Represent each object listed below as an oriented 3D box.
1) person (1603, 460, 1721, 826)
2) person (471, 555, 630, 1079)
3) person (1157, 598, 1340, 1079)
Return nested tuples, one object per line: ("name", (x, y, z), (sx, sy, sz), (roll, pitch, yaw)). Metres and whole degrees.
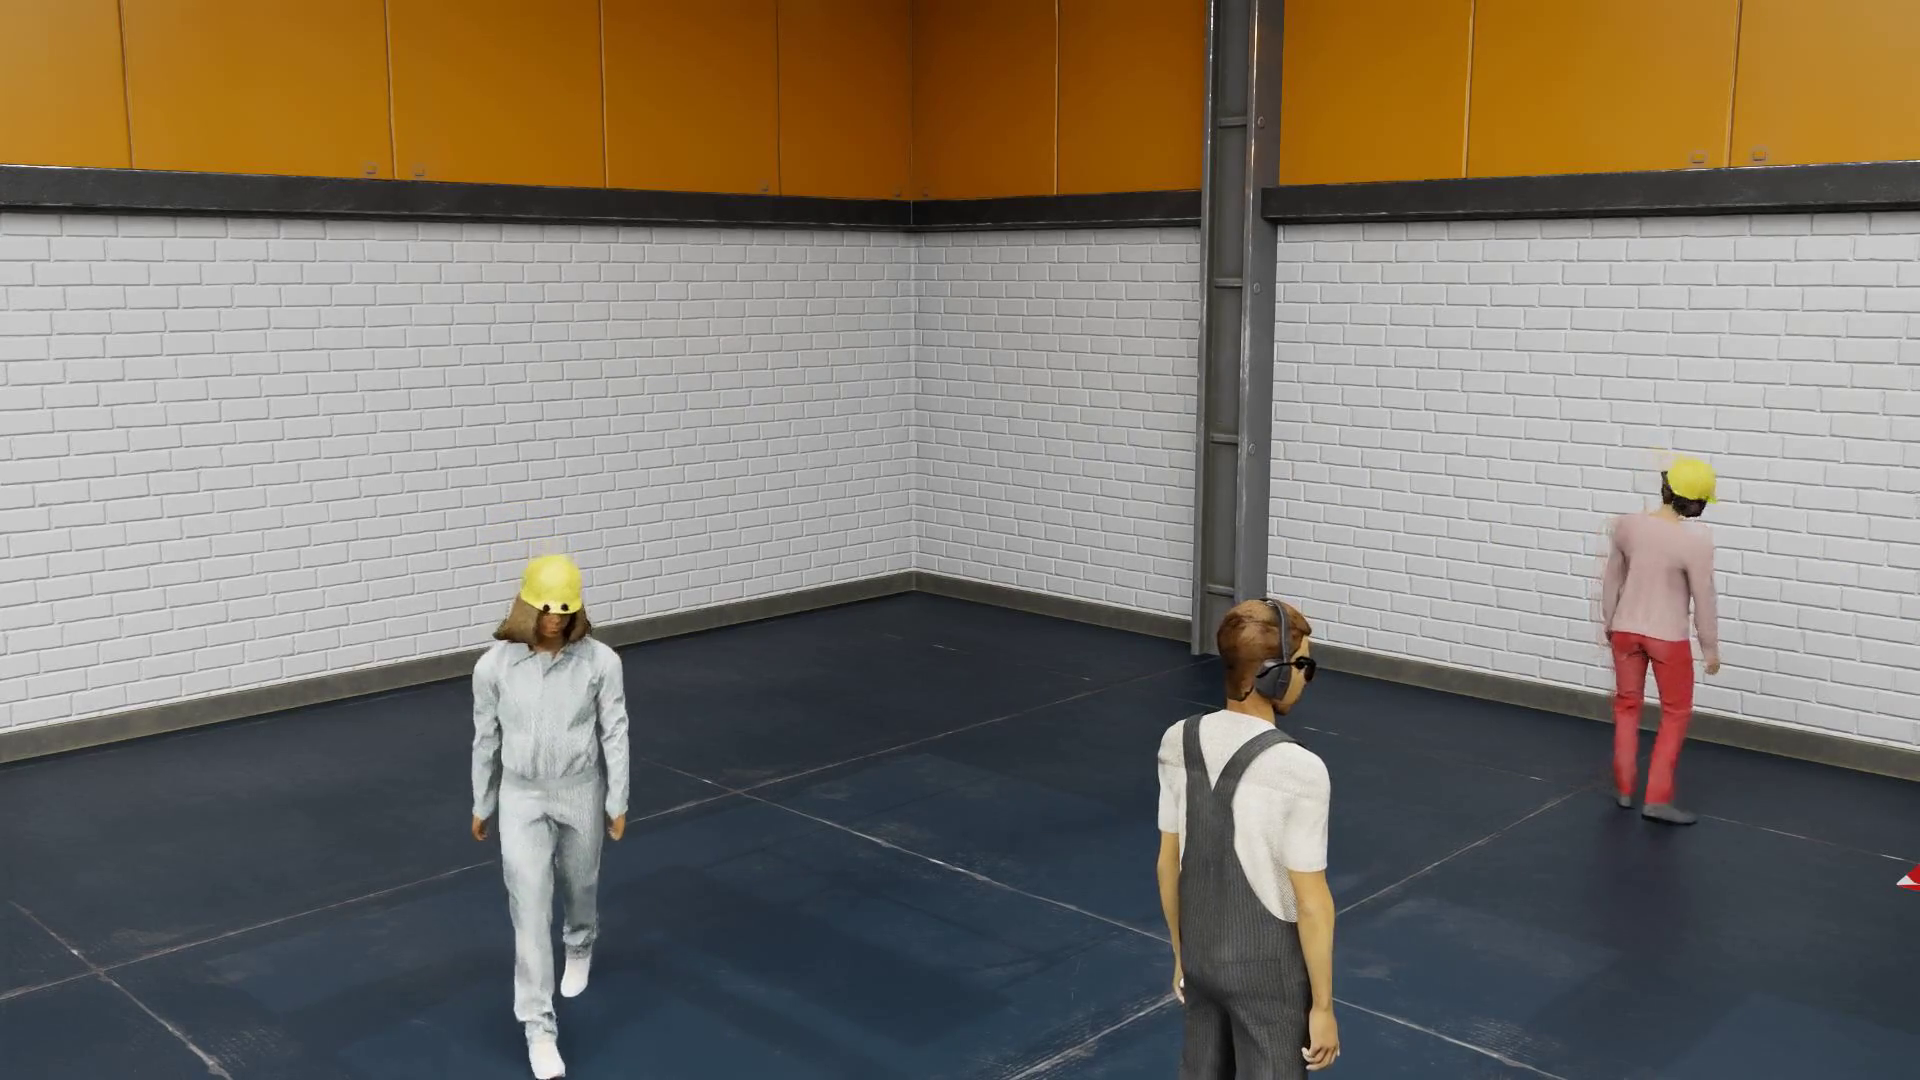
("person", (3.281, 0.478, 7.869), (0.372, 1.727, 0.584), (-7, 11, -36))
("person", (-1.387, 0.858, 5.629), (0.524, 1.690, 0.910), (-3, 10, -16))
("person", (0.692, 1.050, 3.993), (0.343, 1.839, 0.506), (-8, 12, -39))
